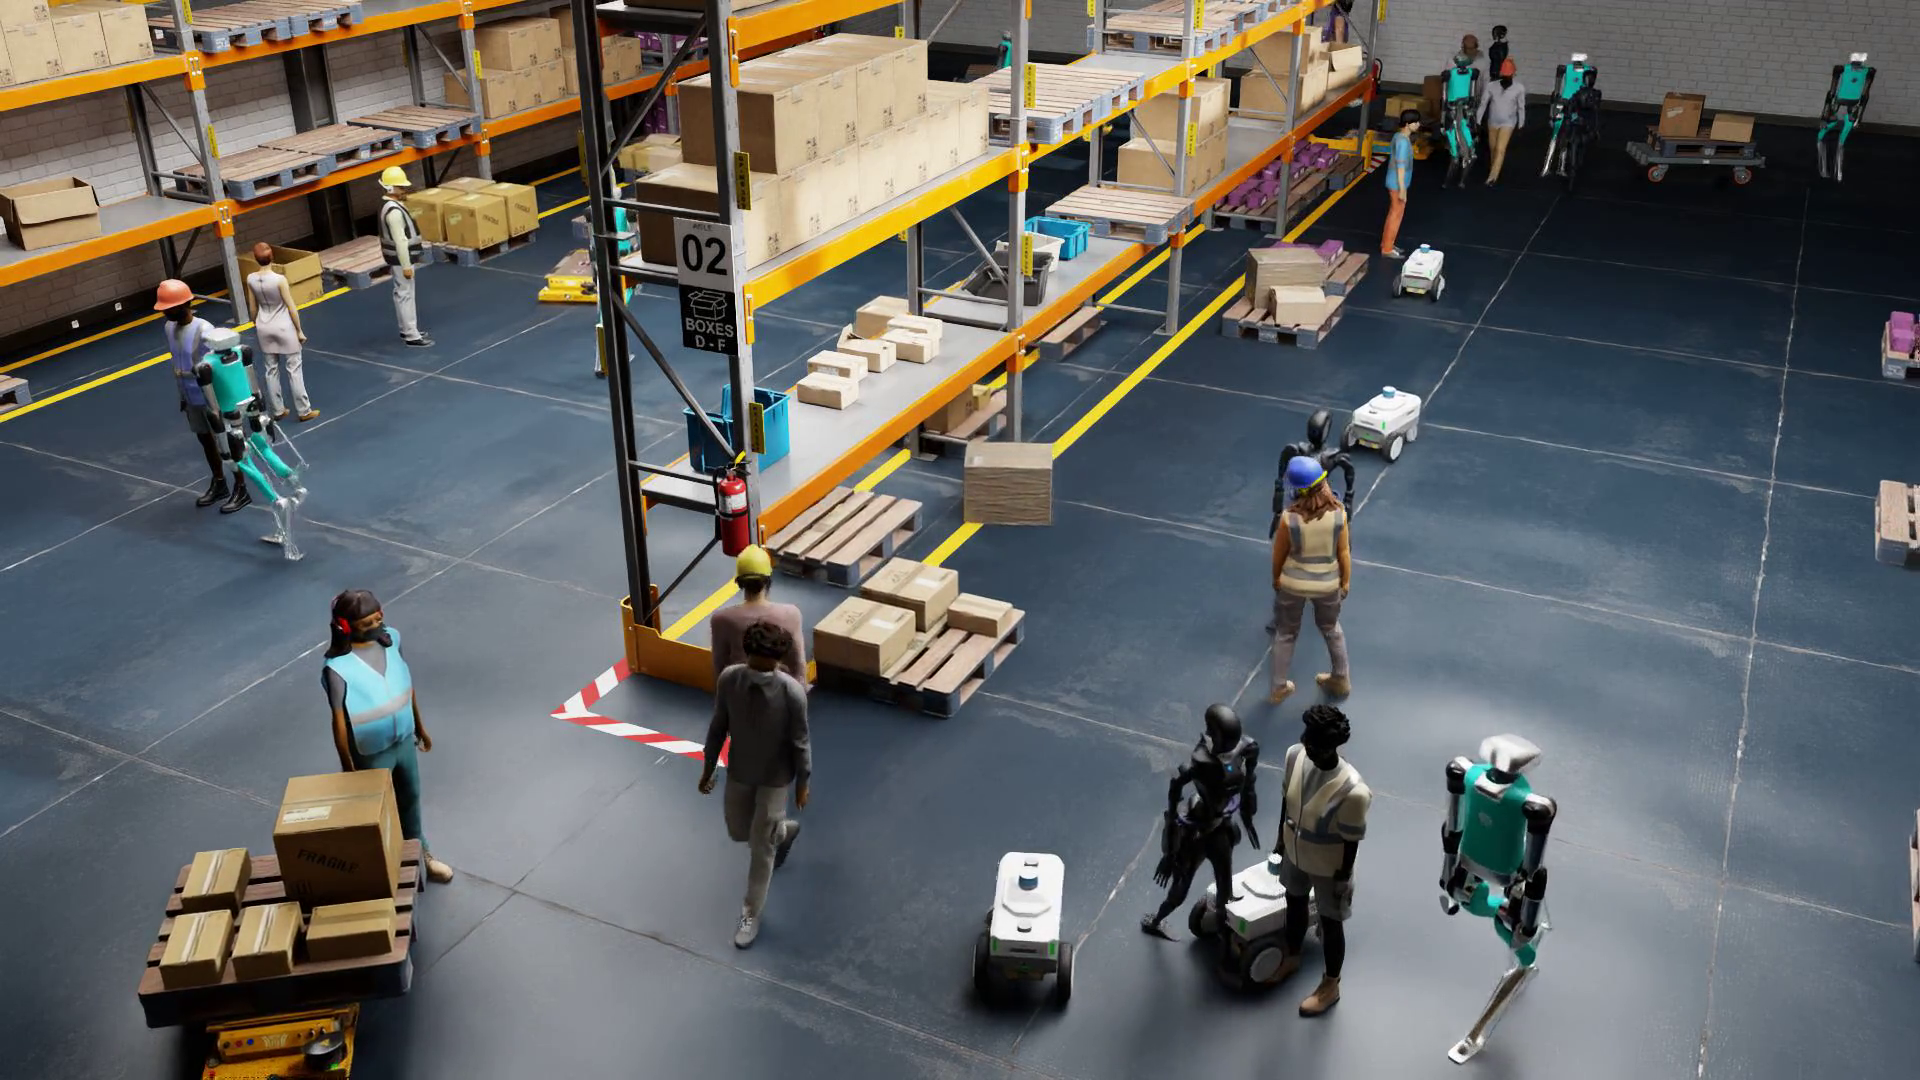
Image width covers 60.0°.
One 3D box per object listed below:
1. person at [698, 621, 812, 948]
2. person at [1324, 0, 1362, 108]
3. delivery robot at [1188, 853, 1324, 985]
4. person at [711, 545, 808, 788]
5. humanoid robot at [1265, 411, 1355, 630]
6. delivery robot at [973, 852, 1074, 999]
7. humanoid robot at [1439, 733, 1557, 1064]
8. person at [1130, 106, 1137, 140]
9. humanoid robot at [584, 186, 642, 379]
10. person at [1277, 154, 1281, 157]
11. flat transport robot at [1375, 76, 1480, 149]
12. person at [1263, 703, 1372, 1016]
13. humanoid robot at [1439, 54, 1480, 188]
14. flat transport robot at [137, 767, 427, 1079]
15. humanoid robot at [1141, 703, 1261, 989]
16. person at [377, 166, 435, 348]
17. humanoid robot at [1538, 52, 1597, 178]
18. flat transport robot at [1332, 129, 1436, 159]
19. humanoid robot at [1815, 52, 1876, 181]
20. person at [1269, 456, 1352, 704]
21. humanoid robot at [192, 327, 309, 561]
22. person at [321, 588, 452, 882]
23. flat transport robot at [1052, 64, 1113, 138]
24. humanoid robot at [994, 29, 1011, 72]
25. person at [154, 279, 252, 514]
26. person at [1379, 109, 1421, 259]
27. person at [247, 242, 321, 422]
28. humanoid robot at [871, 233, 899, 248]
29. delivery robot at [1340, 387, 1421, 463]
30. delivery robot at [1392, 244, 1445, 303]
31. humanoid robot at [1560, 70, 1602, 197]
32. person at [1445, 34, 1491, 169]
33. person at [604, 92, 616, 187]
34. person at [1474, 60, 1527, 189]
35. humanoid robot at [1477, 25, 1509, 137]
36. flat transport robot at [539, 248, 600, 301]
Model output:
[{"bbox_3d":[-1.023,1.163,8.623,0.588,1.866,0.718,10,28,20],"label":"person"},{"bbox_3d":[6.179,-7.984,27.110,1.038,1.856,0.565,9,28,18],"label":"person"},{"bbox_3d":[1.611,1.896,8.628,0.790,0.597,0.499,-14,30,-27],"label":"delivery robot"},{"bbox_3d":[-1.135,0.805,9.489,0.531,1.739,0.753,-3,26,-6],"label":"person"},{"bbox_3d":[2.440,-0.148,11.521,0.585,1.630,0.719,11,29,22],"label":"humanoid robot"},{"bbox_3d":[0.331,1.963,8.503,0.525,0.605,0.777,3,26,6],"label":"delivery robot"},{"bbox_3d":[2.682,1.603,7.910,0.939,1.781,0.548,-20,33,-34],"label":"humanoid robot"},{"bbox_3d":[2.686,-6.562,24.270,0.365,1.836,0.504,14,30,26],"label":"person"},{"bbox_3d":[-3.406,-2.426,16.097,0.556,1.837,0.892,4,27,8],"label":"humanoid robot"},{"bbox_3d":[4.731,-6.421,23.968,0.594,1.850,0.487,-7,27,-13],"label":"person"},{"bbox_3d":[7.069,-6.154,25.209,1.431,0.231,0.659,21,33,36],"label":"flat transport robot"},{"bbox_3d":[1.730,1.532,8.082,0.321,1.691,0.532,-16,31,-30],"label":"person"},{"bbox_3d":[6.774,-5.564,22.386,0.546,1.806,0.714,-6,27,-11],"label":"humanoid robot"},{"bbox_3d":[-3.334,2.189,8.357,0.659,0.231,1.431,-5,27,-10],"label":"flat transport robot"},{"bbox_3d":[1.229,1.450,8.312,0.608,1.618,0.723,-15,30,-27],"label":"humanoid robot"},{"bbox_3d":[-5.620,-2.857,16.791,0.404,1.829,0.589,-12,29,-23],"label":"person"},{"bbox_3d":[8.381,-5.892,23.002,0.532,1.756,0.734,4,27,8],"label":"humanoid robot"},{"bbox_3d":[6.254,-5.845,24.584,1.431,0.231,0.659,12,29,23],"label":"flat transport robot"},{"bbox_3d":[12.148,-5.852,22.994,0.531,1.826,0.710,6,27,11],"label":"humanoid robot"},{"bbox_3d":[2.273,0.265,10.578,0.601,1.738,0.390,0,26,-1],"label":"person"},{"bbox_3d":[-5.215,-0.660,12.555,0.760,1.885,0.537,9,28,18],"label":"humanoid robot"},{"bbox_3d":[-3.061,1.089,8.784,0.388,1.863,0.520,14,29,26],"label":"person"},{"bbox_3d":[1.610,-6.430,25.767,1.431,0.231,0.659,7,27,13],"label":"flat transport robot"},{"bbox_3d":[0.459,-6.615,24.512,0.757,1.796,0.543,10,28,20],"label":"humanoid robot"},{"bbox_3d":[-6.043,-1.142,13.220,0.542,1.929,0.386,13,29,24],"label":"person"},{"bbox_3d":[5.168,-4.181,19.549,0.326,1.756,0.505,4,27,9],"label":"person"},{"bbox_3d":[-6.134,-1.868,14.977,0.458,1.663,0.276,4,27,8],"label":"person"},{"bbox_3d":[-1.015,-4.362,20.052,0.785,1.623,0.603,-23,34,-38],"label":"humanoid robot"},{"bbox_3d":[3.711,-1.029,14.555,0.499,0.614,0.808,21,33,36],"label":"delivery robot"},{"bbox_3d":[5.127,-2.957,18.449,0.519,0.613,0.784,11,28,21],"label":"delivery robot"},{"bbox_3d":[8.317,-5.452,22.263,0.612,1.650,0.587,-11,28,-20],"label":"humanoid robot"},{"bbox_3d":[7.176,-6.281,23.699,0.657,1.851,0.935,-6,27,-12],"label":"person"},{"bbox_3d":[-4.596,-5.056,21.212,0.388,1.847,0.564,5,27,9],"label":"person"},{"bbox_3d":[7.325,-5.656,22.583,0.585,1.692,0.923,16,31,30],"label":"person"},{"bbox_3d":[8.083,-6.984,25.294,0.430,1.645,0.606,1,26,3],"label":"humanoid robot"},{"bbox_3d":[-4.240,-3.008,18.853,0.659,0.231,1.431,2,26,5],"label":"flat transport robot"}]
